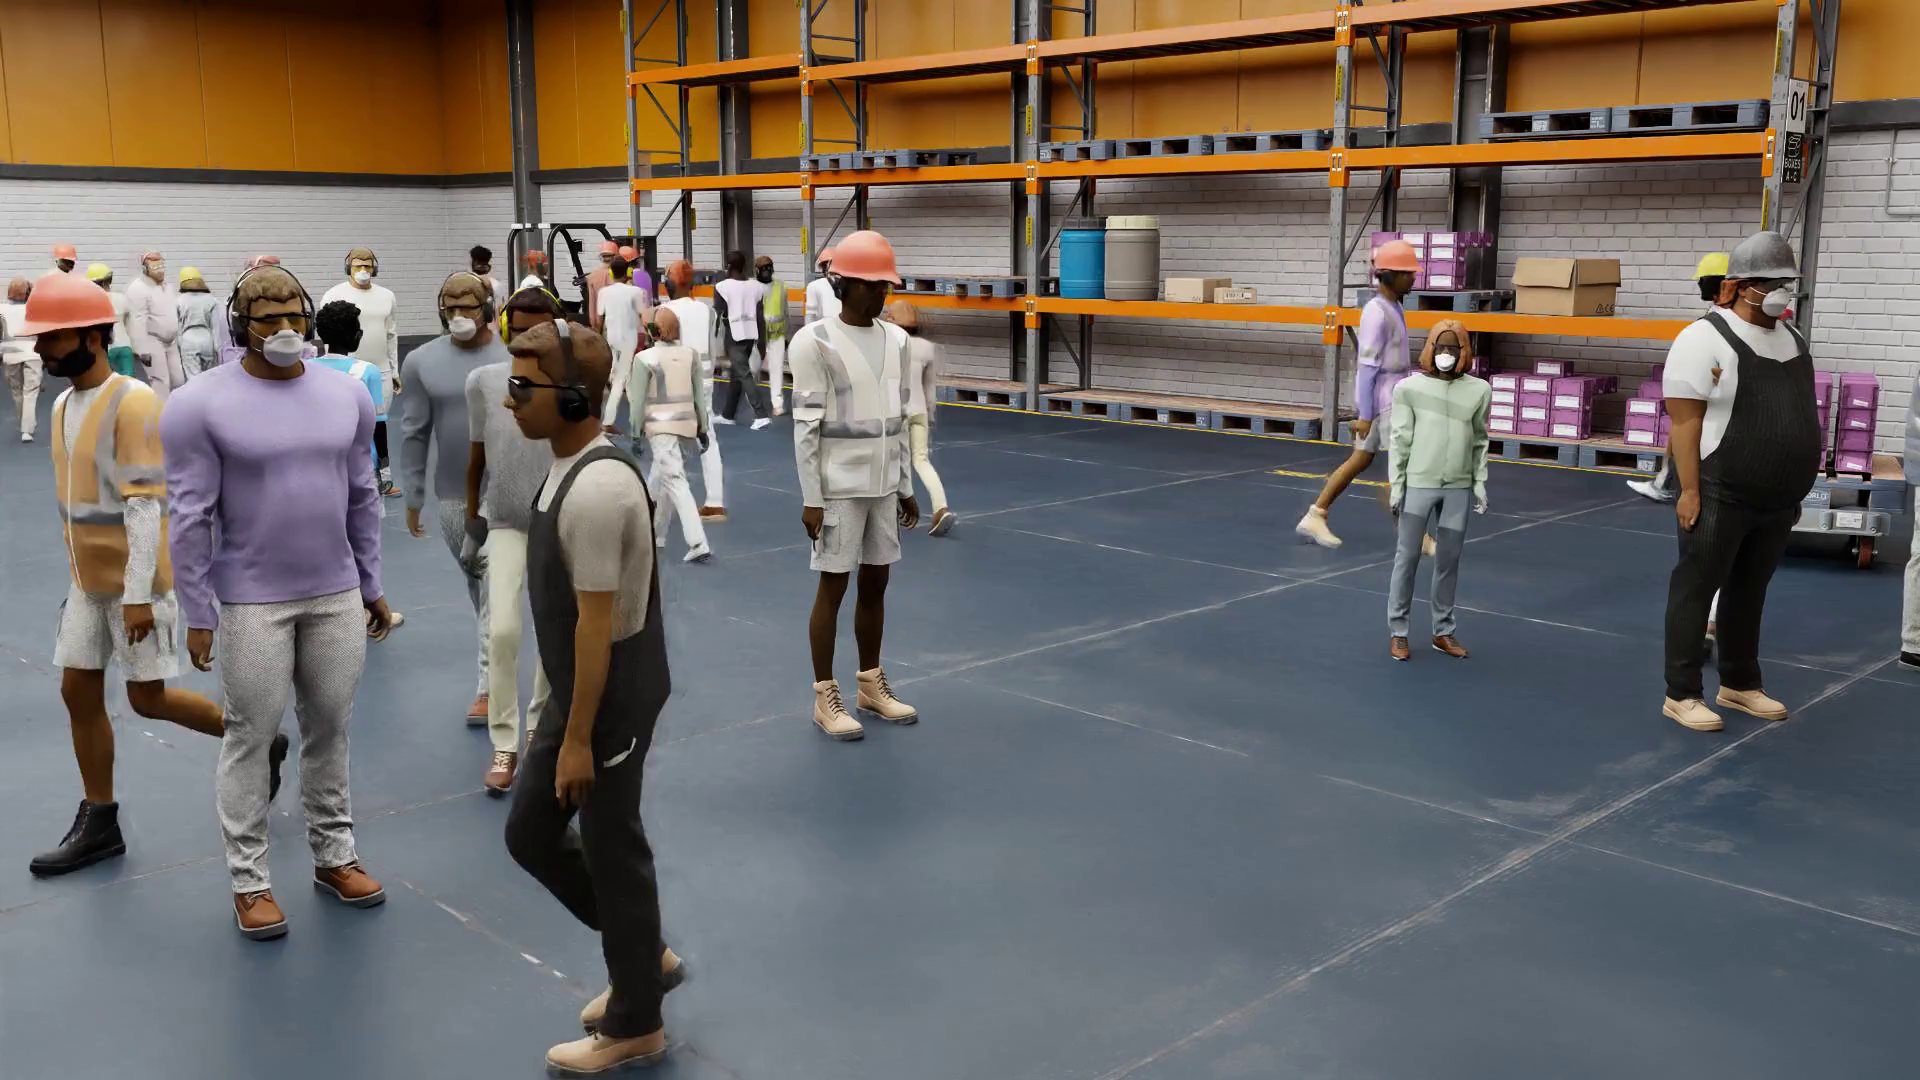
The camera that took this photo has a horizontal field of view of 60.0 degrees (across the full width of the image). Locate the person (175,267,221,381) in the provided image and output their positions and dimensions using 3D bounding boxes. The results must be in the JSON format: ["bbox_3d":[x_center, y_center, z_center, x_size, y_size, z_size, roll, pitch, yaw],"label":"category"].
[{"bbox_3d":[-8.094,-2.040,17.647,0.497,1.699,0.885,-7,12,-33],"label":"person"}]

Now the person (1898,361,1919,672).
[{"bbox_3d":[4.594,-0.293,7.708,0.404,1.832,0.600,8,13,36],"label":"person"}]

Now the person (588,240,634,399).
[{"bbox_3d":[-4.364,-2.753,20.779,0.615,1.963,0.944,3,11,18],"label":"person"}]

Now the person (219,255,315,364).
[{"bbox_3d":[-4.711,-1.009,11.479,0.534,1.889,0.656,4,11,19],"label":"person"}]

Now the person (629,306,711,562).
[{"bbox_3d":[-1.816,-0.670,10.438,0.889,1.591,0.516,10,14,42],"label":"person"}]

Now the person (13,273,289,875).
[{"bbox_3d":[-2.668,0.090,5.403,0.554,1.913,0.754,7,12,33],"label":"person"}]

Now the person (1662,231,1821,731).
[{"bbox_3d":[3.251,-0.238,6.844,0.675,2.000,0.536,-5,11,-24],"label":"person"}]

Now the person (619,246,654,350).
[{"bbox_3d":[-4.095,-2.829,21.405,0.403,1.881,0.759,6,12,30],"label":"person"}]

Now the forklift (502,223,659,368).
[{"bbox_3d":[-5.316,-3.263,22.920,2.313,2.155,1.214,-10,14,-44],"label":"forklift"}]

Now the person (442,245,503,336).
[{"bbox_3d":[-5.237,-2.218,18.021,0.680,1.902,0.978,-8,13,-36],"label":"person"}]

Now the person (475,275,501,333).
[{"bbox_3d":[-4.765,-1.849,16.749,0.329,1.631,0.523,-9,13,-39],"label":"person"}]

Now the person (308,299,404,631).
[{"bbox_3d":[-3.145,-0.375,8.517,0.540,1.698,0.317,3,11,16],"label":"person"}]

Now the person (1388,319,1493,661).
[{"bbox_3d":[2.287,-0.236,7.945,0.501,1.631,0.287,-1,10,-7],"label":"person"}]

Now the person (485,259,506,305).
[{"bbox_3d":[-6.893,-3.280,24.267,0.541,1.732,0.698,2,10,8],"label":"person"}]

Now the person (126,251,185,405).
[{"bbox_3d":[-8.059,-1.940,16.617,0.510,1.872,0.665,1,10,5],"label":"person"}]

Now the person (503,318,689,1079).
[{"bbox_3d":[-0.890,0.399,3.937,0.401,1.832,0.503,-5,11,-24],"label":"person"}]

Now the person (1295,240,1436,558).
[{"bbox_3d":[2.641,-0.897,10.566,1.029,2.002,0.622,4,11,20],"label":"person"}]

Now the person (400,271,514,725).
[{"bbox_3d":[-2.077,-0.221,7.210,0.633,1.884,1.033,0,10,-1],"label":"person"}]

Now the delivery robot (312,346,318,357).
[{"bbox_3d":[-9.503,-2.666,23.881,0.477,0.478,0.707,0,10,-2],"label":"delivery robot"}]

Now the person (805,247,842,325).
[{"bbox_3d":[-1.321,-2.039,17.061,0.599,1.890,0.886,-3,11,-15],"label":"person"}]

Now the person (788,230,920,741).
[{"bbox_3d":[-0.399,-0.222,6.755,0.377,2.041,0.607,10,14,43],"label":"person"}]

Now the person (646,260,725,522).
[{"bbox_3d":[-2.009,-1.068,11.905,0.953,1.837,0.601,10,14,43],"label":"person"}]

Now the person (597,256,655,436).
[{"bbox_3d":[-3.419,-1.982,16.999,0.529,1.805,1.023,5,12,27],"label":"person"}]

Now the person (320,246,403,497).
[{"bbox_3d":[-4.550,-1.265,12.728,0.375,1.936,0.628,7,13,35],"label":"person"}]

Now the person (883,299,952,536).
[{"bbox_3d":[-0.336,-0.831,11.304,0.514,1.603,0.789,-7,13,-35],"label":"person"}]

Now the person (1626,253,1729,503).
[{"bbox_3d":[5.532,-1.187,12.438,0.954,1.877,0.619,3,11,18],"label":"person"}]

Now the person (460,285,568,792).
[{"bbox_3d":[-1.581,-0.006,6.125,0.538,1.835,0.779,-2,11,-12],"label":"person"}]

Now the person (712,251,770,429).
[{"bbox_3d":[-2.299,-2.106,17.534,1.029,1.871,0.592,9,14,40],"label":"person"}]

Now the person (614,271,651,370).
[{"bbox_3d":[-3.916,-2.446,19.760,0.522,1.715,0.747,-6,12,-28],"label":"person"}]

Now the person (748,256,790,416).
[{"bbox_3d":[-2.255,-2.337,18.978,0.655,1.804,0.924,-5,11,-24],"label":"person"}]

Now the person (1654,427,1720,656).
[{"bbox_3d":[3.730,-0.358,8.137,0.590,1.819,0.930,7,13,35],"label":"person"}]

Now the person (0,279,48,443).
[{"bbox_3d":[-9.256,-1.777,16.465,0.517,1.583,0.875,-3,11,-16],"label":"person"}]

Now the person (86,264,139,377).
[{"bbox_3d":[-8.763,-1.967,17.129,0.429,1.738,0.553,6,12,28],"label":"person"}]

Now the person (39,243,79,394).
[{"bbox_3d":[-11.151,-2.672,20.437,0.893,1.941,0.628,3,11,15],"label":"person"}]

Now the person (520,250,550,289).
[{"bbox_3d":[-4.568,-2.244,18.293,0.845,1.845,0.604,-6,12,-29],"label":"person"}]

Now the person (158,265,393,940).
[{"bbox_3d":[-1.971,0.174,4.875,0.353,1.937,0.635,9,14,41],"label":"person"}]
